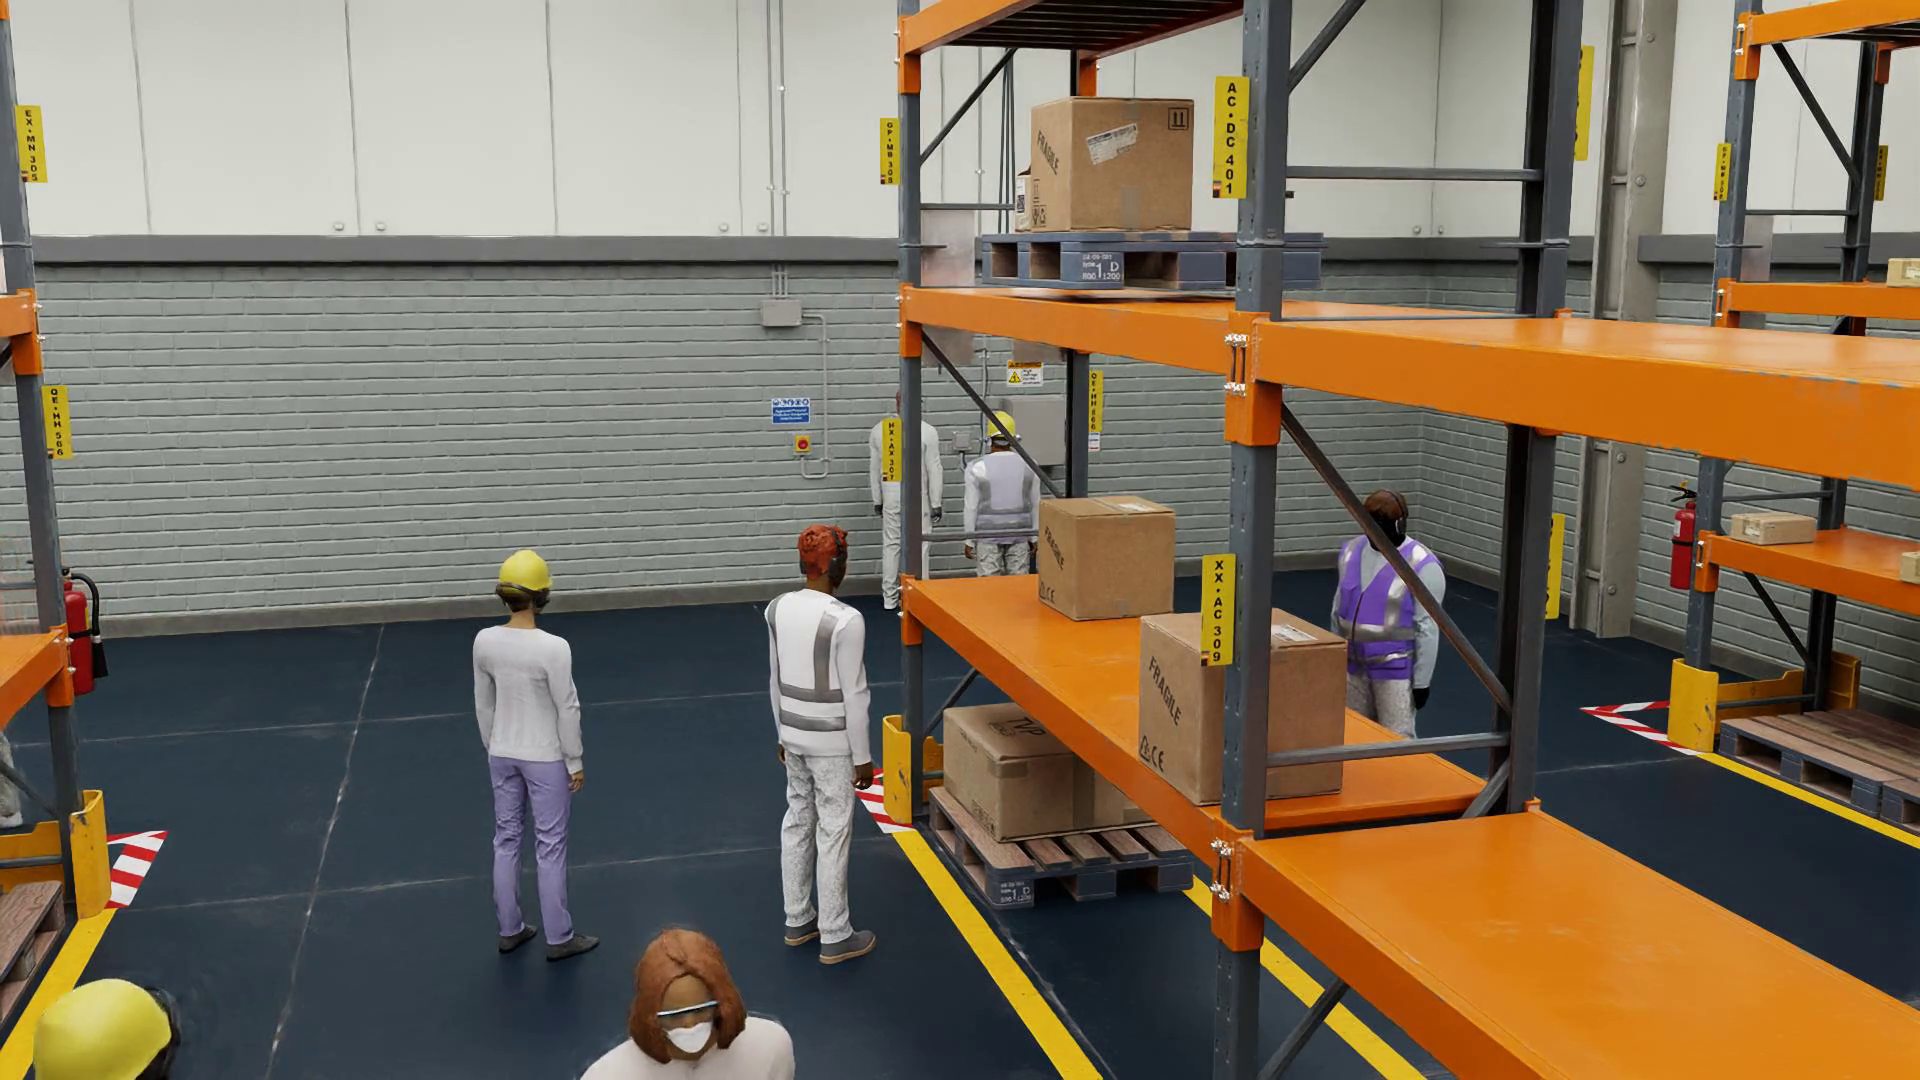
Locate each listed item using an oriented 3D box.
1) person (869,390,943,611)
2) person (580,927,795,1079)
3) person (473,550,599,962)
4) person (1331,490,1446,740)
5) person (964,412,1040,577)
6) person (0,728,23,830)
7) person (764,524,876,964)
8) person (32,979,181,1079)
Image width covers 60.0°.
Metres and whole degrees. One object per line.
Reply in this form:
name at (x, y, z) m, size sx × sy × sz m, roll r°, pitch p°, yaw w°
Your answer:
person at (-0.427, -0.340, 13.890) m, size 0.646 × 1.907 × 0.401 m, roll 5°, pitch 11°, yaw 26°
person at (-0.567, 1.604, 3.633) m, size 0.525 × 1.613 × 0.371 m, roll -5°, pitch 11°, yaw -25°
person at (-1.823, 0.921, 7.111) m, size 0.522 × 1.767 × 0.317 m, roll 5°, pitch 11°, yaw 24°
person at (2.137, 0.650, 8.471) m, size 0.429 × 1.837 × 0.627 m, roll -7°, pitch 12°, yaw -36°
person at (0.307, -0.038, 12.382) m, size 0.590 × 1.833 × 0.403 m, roll -2°, pitch 10°, yaw -13°
person at (-5.150, 0.744, 8.516) m, size 0.543 × 1.618 × 0.552 m, roll -3°, pitch 10°, yaw -16°
person at (-0.592, 0.863, 7.121) m, size 0.575 × 1.880 × 0.358 m, roll 10°, pitch 14°, yaw 44°
person at (-1.512, 1.635, 3.176) m, size 0.536 × 1.700 × 0.863 m, roll 10°, pitch 14°, yaw 44°
